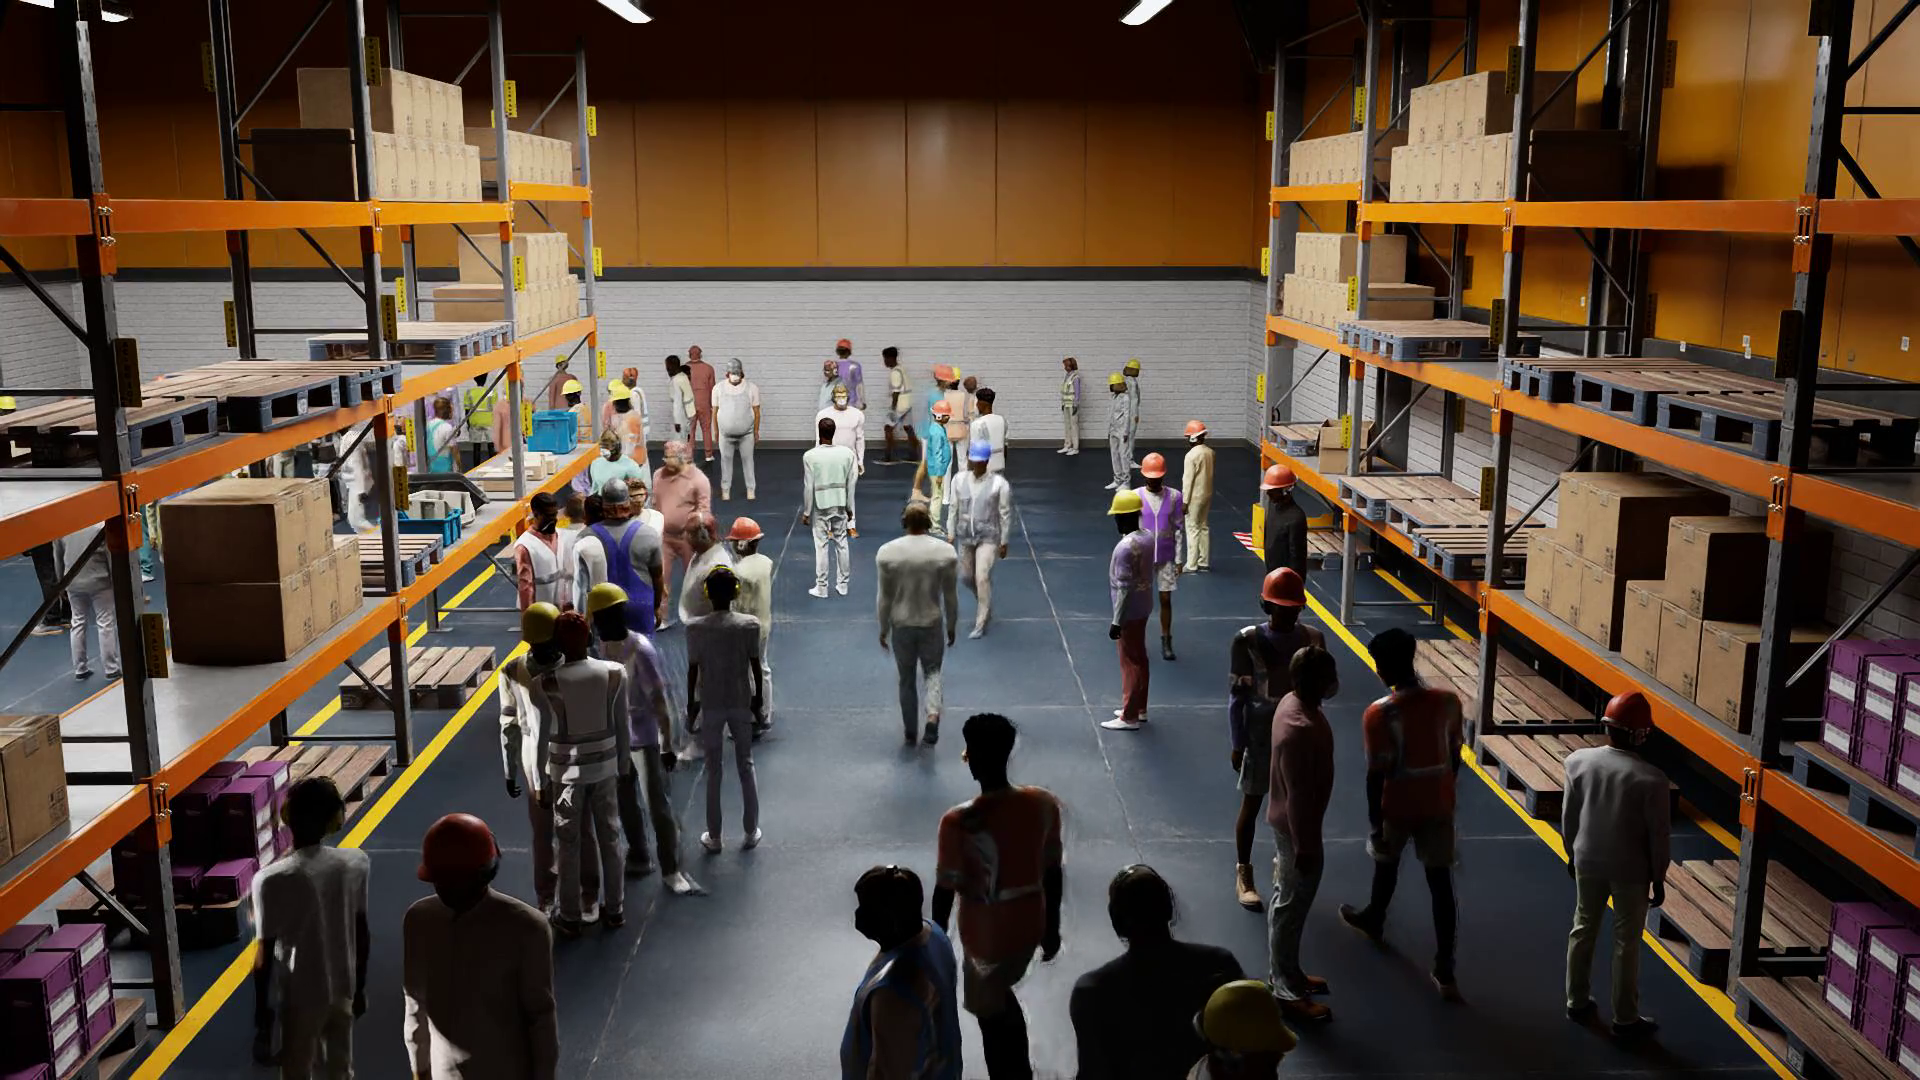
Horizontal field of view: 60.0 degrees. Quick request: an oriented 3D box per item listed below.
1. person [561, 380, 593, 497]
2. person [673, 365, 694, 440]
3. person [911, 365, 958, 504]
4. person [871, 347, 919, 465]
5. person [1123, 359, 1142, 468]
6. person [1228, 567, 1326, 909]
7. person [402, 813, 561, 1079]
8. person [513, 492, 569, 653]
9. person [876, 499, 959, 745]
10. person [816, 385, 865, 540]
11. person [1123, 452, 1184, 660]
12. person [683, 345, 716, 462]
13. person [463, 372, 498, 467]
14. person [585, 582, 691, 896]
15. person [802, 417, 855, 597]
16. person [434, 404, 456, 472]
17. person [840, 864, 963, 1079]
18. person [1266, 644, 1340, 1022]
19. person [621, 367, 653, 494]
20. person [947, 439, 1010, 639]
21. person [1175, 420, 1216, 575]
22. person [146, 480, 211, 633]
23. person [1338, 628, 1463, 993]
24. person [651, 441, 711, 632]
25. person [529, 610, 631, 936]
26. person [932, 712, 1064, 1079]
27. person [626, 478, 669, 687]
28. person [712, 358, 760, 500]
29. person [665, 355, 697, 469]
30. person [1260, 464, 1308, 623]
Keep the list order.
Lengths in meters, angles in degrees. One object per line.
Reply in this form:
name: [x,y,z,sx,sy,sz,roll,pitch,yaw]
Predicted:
person: [-4.963,-1.120,21.585,0.397,1.912,0.592,1,11,6]
person: [-4.326,-1.901,26.049,0.317,1.691,0.535,2,11,11]
person: [-0.296,-1.448,23.055,0.912,1.971,0.628,3,12,13]
person: [-1.050,-2.146,26.740,0.778,1.912,0.634,2,11,11]
person: [2.735,-2.015,26.504,0.308,1.736,0.484,-4,12,-18]
person: [1.876,1.160,9.812,0.606,2.044,0.374,-3,12,-17]
person: [-1.754,1.935,6.075,0.620,1.986,0.408,3,12,14]
person: [-3.309,0.554,13.200,0.396,1.908,0.600,3,12,16]
person: [-0.321,0.660,12.649,0.626,1.923,0.553,-1,11,-5]
person: [-1.484,-0.975,20.781,0.630,1.940,0.372,-4,12,-18]
person: [1.763,0.151,15.173,0.549,1.925,0.384,0,11,-2]
person: [-4.278,-2.211,27.059,0.639,1.908,0.409,-2,11,-9]
person: [-7.265,-1.762,25.331,0.540,1.695,0.317,-1,11,-5]
person: [-1.946,1.201,10.040,0.402,1.882,0.767,-9,15,-39]
person: [-1.391,-0.347,17.679,0.596,1.918,0.385,-7,13,-30]
person: [-6.679,-0.978,21.568,0.321,1.631,0.527,-6,13,-28]
person: [-0.213,2.036,5.963,0.431,1.835,0.624,2,11,10]
person: [1.751,1.473,8.505,0.366,1.939,0.635,2,11,10]
person: [-4.620,-1.527,23.738,0.360,1.873,0.588,-1,11,-4]
person: [0.208,-0.047,16.159,0.617,1.924,0.718,5,12,23]
person: [2.661,-0.484,18.819,0.355,1.740,0.574,8,14,36]
person: [-7.576,-0.117,16.209,0.611,2.042,0.395,-6,13,-27]
person: [2.425,1.404,8.953,0.678,1.897,0.987,-2,11,-11]
person: [-2.764,-0.009,16.072,0.675,1.881,0.771,4,12,19]
person: [-2.142,1.319,9.434,0.575,1.880,0.358,-6,13,-27]
person: [0.162,1.707,7.308,0.617,1.950,0.498,-10,15,-41]
person: [-2.771,0.377,14.232,0.564,1.846,0.390,-9,15,-39]
person: [-3.167,-1.573,23.520,0.681,2.000,0.535,-1,11,-4]
person: [-4.245,-1.866,25.346,0.446,1.897,0.625,0,11,-1]
person: [2.729,0.333,14.144,0.434,1.977,0.602,-2,11,-10]
